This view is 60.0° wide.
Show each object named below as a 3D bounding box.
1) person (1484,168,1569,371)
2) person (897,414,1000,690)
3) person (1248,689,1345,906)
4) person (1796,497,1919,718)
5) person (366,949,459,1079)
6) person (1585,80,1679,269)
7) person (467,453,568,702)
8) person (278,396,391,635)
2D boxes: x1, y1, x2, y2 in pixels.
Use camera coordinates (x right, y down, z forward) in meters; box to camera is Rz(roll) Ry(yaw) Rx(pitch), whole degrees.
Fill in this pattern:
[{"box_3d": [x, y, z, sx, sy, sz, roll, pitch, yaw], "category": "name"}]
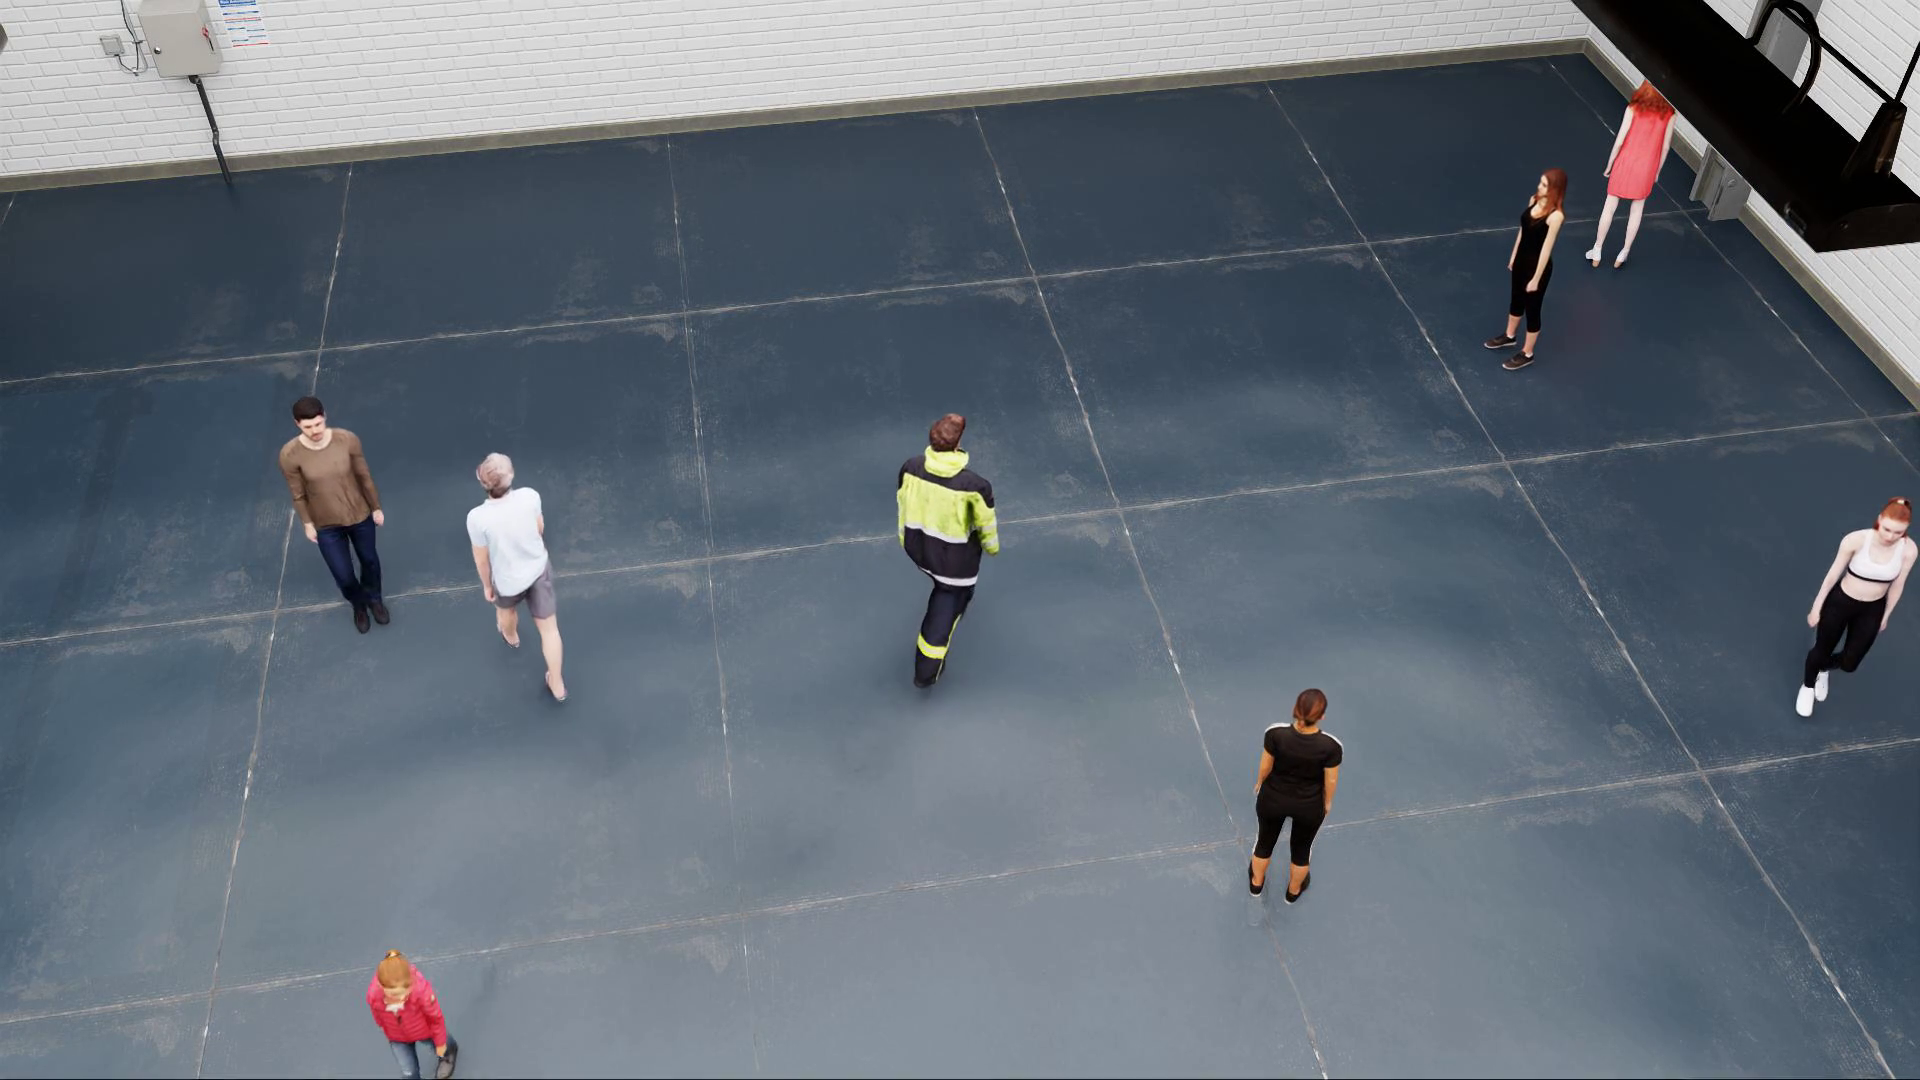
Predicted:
[{"box_3d": [4.461, -2.126, 12.918, 0.640, 1.723, 0.484, -11, 45, -11], "category": "person"}, {"box_3d": [-0.129, 0.092, 10.440, 1.234, 1.930, 1.388, 18, 46, 18], "category": "person"}, {"box_3d": [1.844, 1.425, 9.230, 0.652, 1.668, 0.650, 13, 45, 13], "category": "person"}, {"box_3d": [5.512, 0.362, 10.295, 0.735, 1.738, 0.771, 13, 45, 13], "category": "person"}, {"box_3d": [-2.747, 2.431, 8.459, 0.617, 1.276, 0.901, 1, 44, 1], "category": "person"}, {"box_3d": [5.615, -3.082, 13.846, 0.653, 1.828, 0.629, 8, 44, 9], "category": "person"}, {"box_3d": [-2.691, 0.287, 10.337, 0.885, 1.788, 1.176, -21, 47, -21], "category": "person"}, {"box_3d": [-4.046, -0.217, 10.801, 0.739, 1.878, 0.727, -23, 48, -22], "category": "person"}]
